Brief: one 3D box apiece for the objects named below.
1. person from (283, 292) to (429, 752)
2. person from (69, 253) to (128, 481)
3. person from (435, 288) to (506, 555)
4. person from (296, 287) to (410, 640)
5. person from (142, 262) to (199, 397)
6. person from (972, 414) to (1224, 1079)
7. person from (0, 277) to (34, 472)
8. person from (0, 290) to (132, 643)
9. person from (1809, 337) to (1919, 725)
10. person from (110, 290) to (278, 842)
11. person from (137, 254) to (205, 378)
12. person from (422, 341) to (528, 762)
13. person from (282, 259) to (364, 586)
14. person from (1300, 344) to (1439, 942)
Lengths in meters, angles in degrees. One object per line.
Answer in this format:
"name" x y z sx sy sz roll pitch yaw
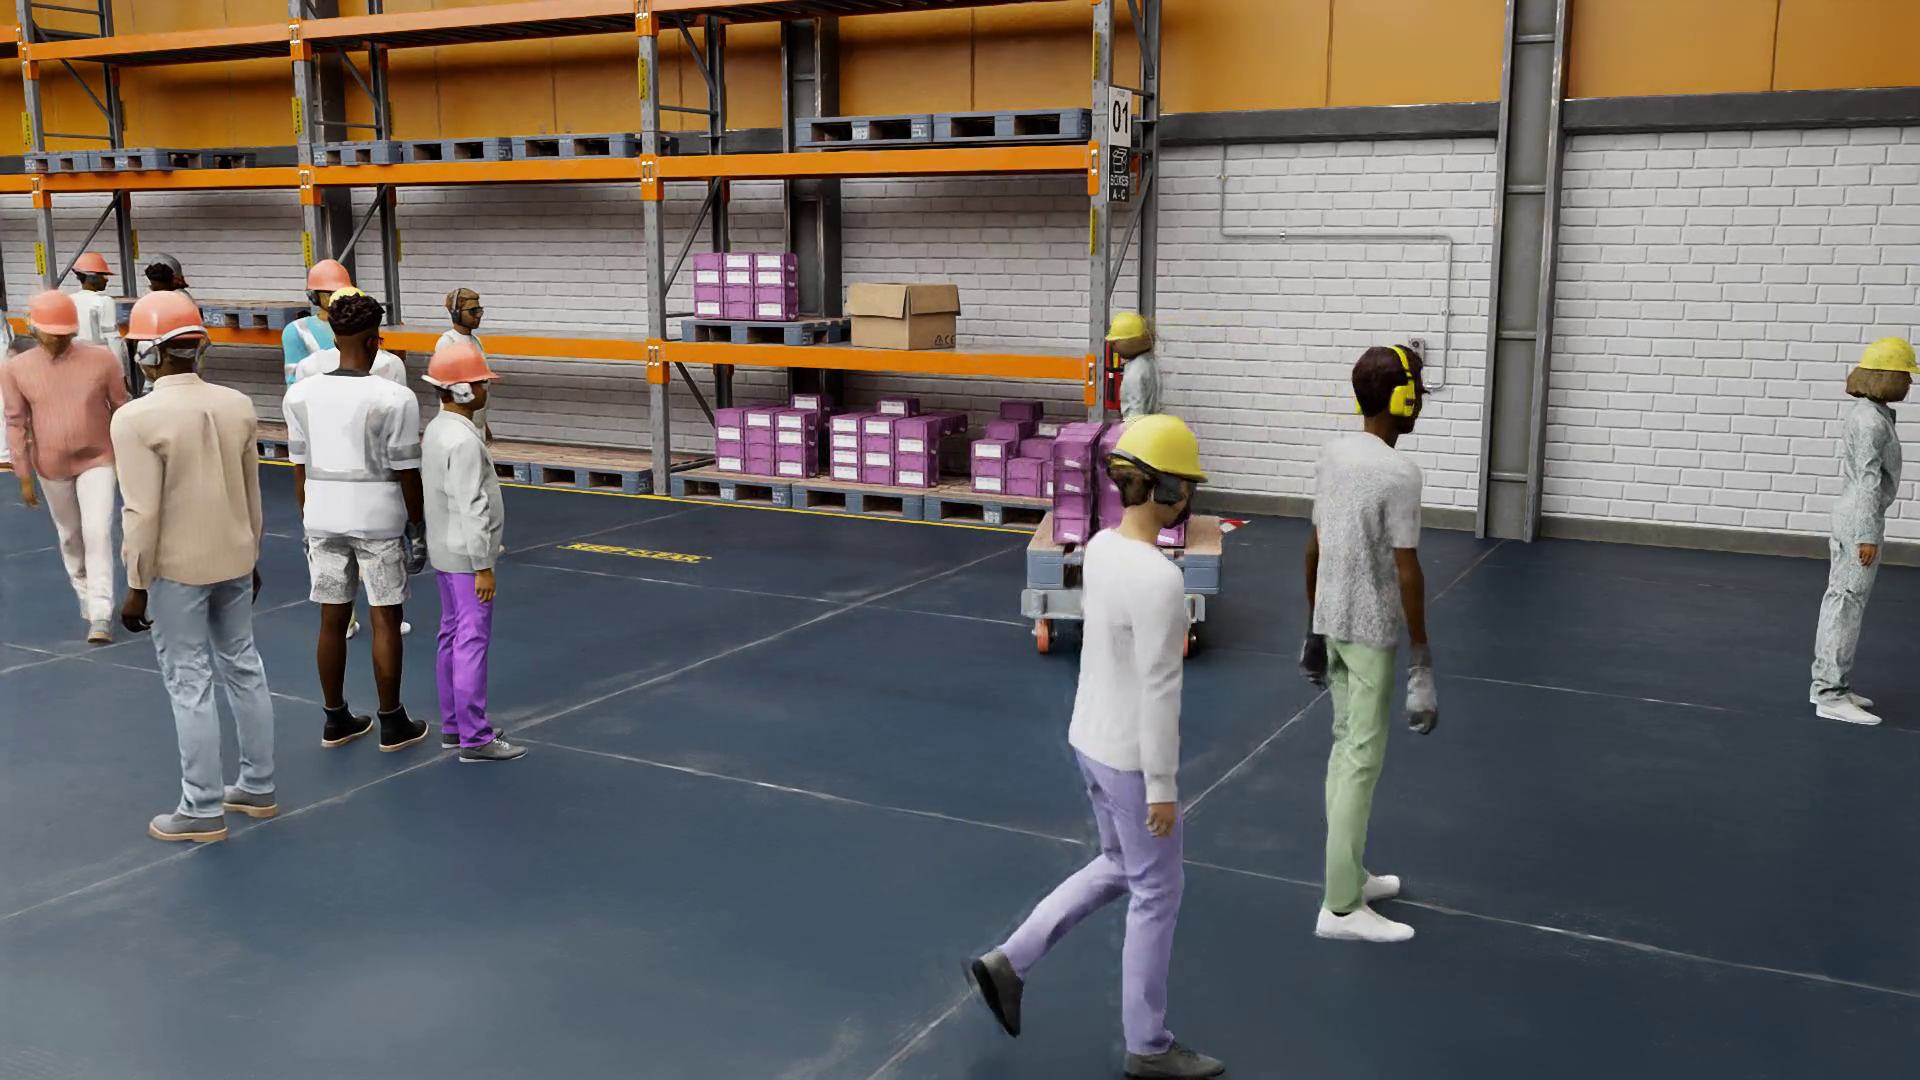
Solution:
"person" -2.552 -0.069 7.096 0.598 1.958 0.379 2 10 8
"person" -7.725 -1.540 14.914 0.605 2.042 0.386 4 11 21
"person" -3.321 -0.772 11.241 0.342 1.846 0.509 1 10 8
"person" -3.260 -0.402 9.022 0.586 1.918 0.396 0 10 -1
"person" -6.918 -1.445 14.599 0.367 1.963 0.609 4 11 22
"person" 0.370 0.549 4.279 0.581 1.739 0.570 -3 11 -14
"person" -8.987 -1.576 15.545 0.582 1.883 0.351 10 14 43
"person" -4.854 -0.423 9.179 0.687 1.906 1.064 -4 11 -22
"person" 4.121 -0.048 7.557 0.325 1.740 0.493 4 11 23
"person" -2.799 0.100 6.052 0.395 1.993 0.614 4 11 22
"person" -7.022 -1.520 14.805 0.535 2.000 0.676 -3 11 -17
"person" -2.059 0.049 6.979 0.323 1.755 0.564 -6 12 -30
"person" -3.889 -0.716 10.389 0.382 2.045 0.605 7 12 34
"person" 1.289 0.316 5.243 0.380 1.866 0.580 -4 11 -19
